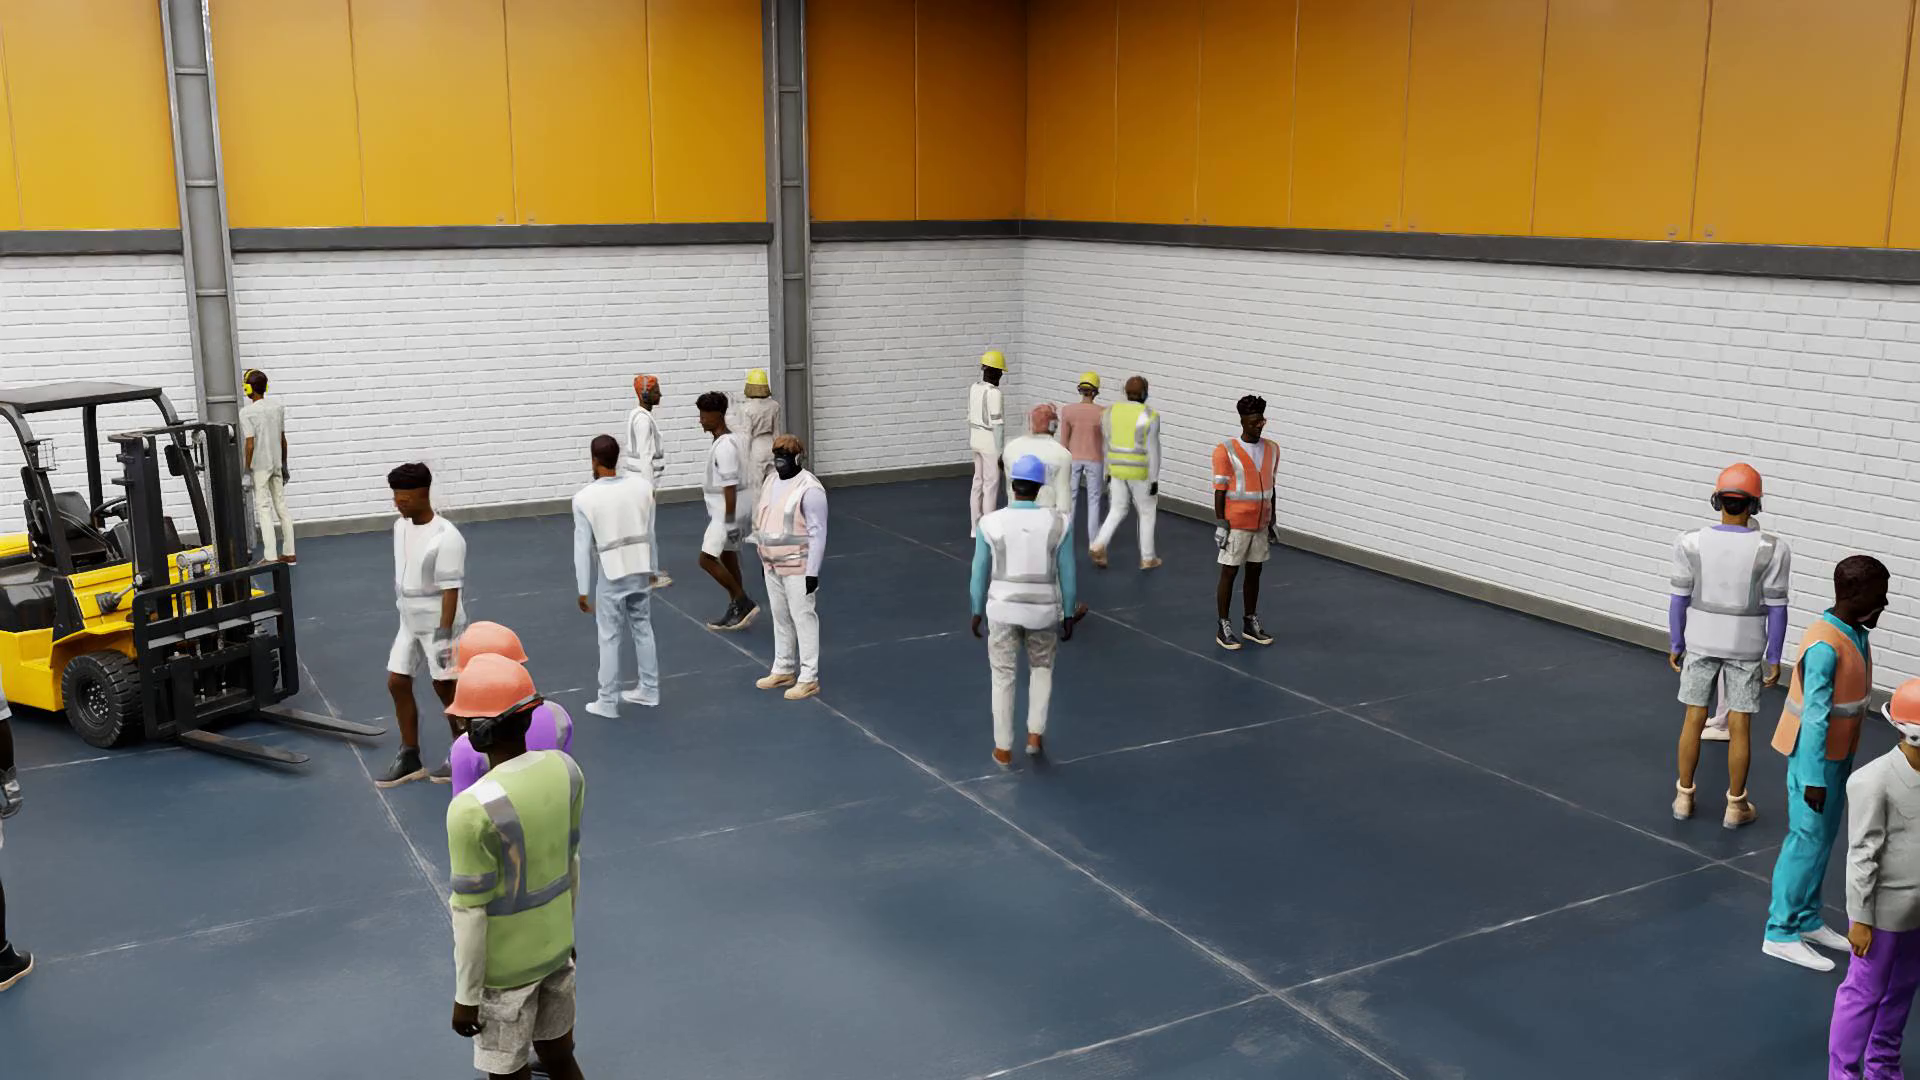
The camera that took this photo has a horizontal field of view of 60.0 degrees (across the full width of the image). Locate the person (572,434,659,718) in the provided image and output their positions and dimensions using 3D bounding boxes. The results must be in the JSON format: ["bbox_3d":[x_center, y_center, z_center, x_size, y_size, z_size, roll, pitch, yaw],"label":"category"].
[{"bbox_3d":[-2.278,0.245,11.153,0.667,1.908,0.467,-9,15,-36],"label":"person"}]

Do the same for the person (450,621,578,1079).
[{"bbox_3d":[-1.727,1.250,6.382,0.388,1.926,0.549,8,14,33],"label":"person"}]

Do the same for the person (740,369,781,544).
[{"bbox_3d":[-1.998,-0.835,16.578,0.294,1.744,0.485,11,16,41],"label":"person"}]

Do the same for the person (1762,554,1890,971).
[{"bbox_3d":[3.948,0.996,7.609,0.406,1.910,0.595,10,16,40],"label":"person"}]

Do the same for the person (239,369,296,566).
[{"bbox_3d":[-6.445,-0.650,15.424,0.309,1.864,0.535,5,13,24],"label":"person"}]

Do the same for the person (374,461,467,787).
[{"bbox_3d":[-3.189,0.512,9.793,0.655,1.933,0.616,8,15,34],"label":"person"}]

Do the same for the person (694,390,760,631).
[{"bbox_3d":[-1.882,-0.223,13.226,0.420,1.944,0.600,0,12,-1],"label":"person"}]

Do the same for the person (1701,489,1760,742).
[{"bbox_3d":[4.923,0.416,10.663,0.309,1.769,0.524,9,15,38],"label":"person"}]

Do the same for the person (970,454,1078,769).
[{"bbox_3d":[0.385,0.438,10.182,0.651,1.914,0.485,0,12,0],"label":"person"}]

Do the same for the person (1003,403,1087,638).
[{"bbox_3d":[0.648,-0.161,13.140,0.656,1.854,0.987,8,14,33],"label":"person"}]

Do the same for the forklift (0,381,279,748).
[{"bbox_3d":[-5.853,0.085,11.199,2.313,2.155,1.214,7,14,28],"label":"forklift"}]

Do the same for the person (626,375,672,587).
[{"bbox_3d":[-2.791,-0.532,14.828,0.358,1.882,0.574,-3,12,-14],"label":"person"}]

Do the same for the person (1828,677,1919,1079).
[{"bbox_3d":[3.545,1.377,6.262,0.564,1.720,0.321,-6,14,-28],"label":"person"}]

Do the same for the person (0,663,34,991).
[{"bbox_3d":[-4.439,1.042,7.253,0.617,1.964,0.361,-3,12,-15],"label":"person"}]

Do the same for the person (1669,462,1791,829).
[{"bbox_3d":[4.241,0.583,9.222,0.608,2.044,0.371,8,14,33],"label":"person"}]

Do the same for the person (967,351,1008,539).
[{"bbox_3d":[0.296,-0.928,16.605,0.381,1.917,0.585,-6,14,-27],"label":"person"}]

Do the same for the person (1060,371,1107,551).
[{"bbox_3d":[1.236,-0.769,16.248,0.533,1.757,0.342,4,13,17],"label":"person"}]

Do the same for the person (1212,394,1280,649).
[{"bbox_3d":[2.214,-0.147,12.828,0.607,1.966,0.367,-7,14,-29],"label":"person"}]

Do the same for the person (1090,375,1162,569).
[{"bbox_3d":[1.550,-0.607,15.346,0.647,1.820,0.702,9,15,37],"label":"person"}]

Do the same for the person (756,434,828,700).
[{"bbox_3d":[-1.195,0.178,11.587,0.429,1.845,0.633,-10,16,-40],"label":"person"}]

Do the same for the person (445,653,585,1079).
[{"bbox_3d":[-1.494,1.370,5.571,0.404,2.036,0.601,4,13,20],"label":"person"}]
